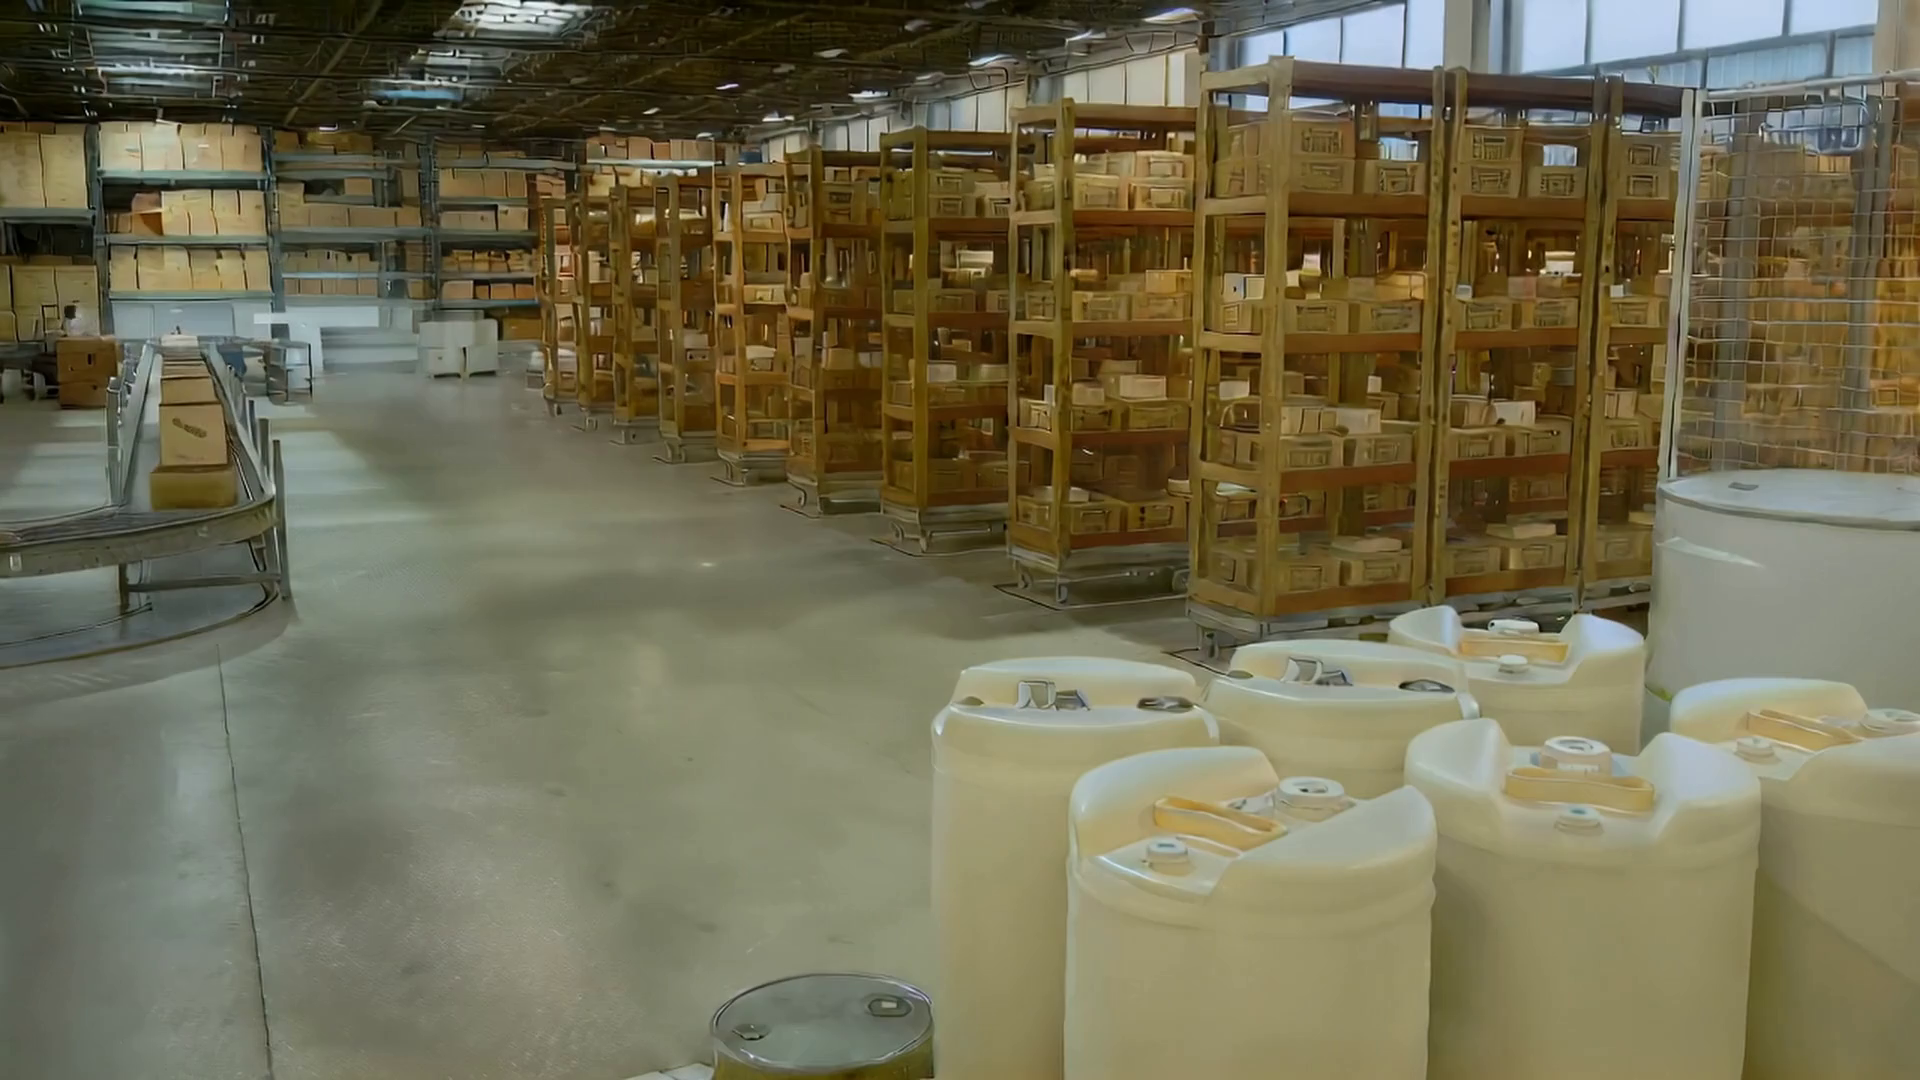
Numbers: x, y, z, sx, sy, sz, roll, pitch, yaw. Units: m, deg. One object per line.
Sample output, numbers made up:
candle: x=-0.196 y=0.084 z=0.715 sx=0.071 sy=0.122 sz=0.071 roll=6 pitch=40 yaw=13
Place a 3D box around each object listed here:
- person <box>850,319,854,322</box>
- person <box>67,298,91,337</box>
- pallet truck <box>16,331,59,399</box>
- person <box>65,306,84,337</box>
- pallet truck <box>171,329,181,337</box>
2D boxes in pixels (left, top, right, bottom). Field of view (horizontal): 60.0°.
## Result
person: x=-3.226 y=-6.953 z=52.034 sx=0.658 sy=1.965 sz=0.841 roll=-6 pitch=11 yaw=-31
person: x=-20.234 y=-4.642 z=38.167 sx=0.404 sy=1.821 sz=0.595 roll=2 pitch=9 yaw=11
pallet truck: x=-17.082 y=-3.353 z=31.781 sx=1.630 sy=1.274 sz=0.653 roll=-4 pitch=10 yaw=-25
person: x=-19.768 y=-4.409 z=37.224 sx=0.537 sy=1.657 sz=0.856 roll=6 pitch=11 yaw=35
pallet truck: x=-17.275 y=-3.851 z=35.096 sx=1.601 sy=1.201 sz=0.680 roll=0 pitch=9 yaw=1
